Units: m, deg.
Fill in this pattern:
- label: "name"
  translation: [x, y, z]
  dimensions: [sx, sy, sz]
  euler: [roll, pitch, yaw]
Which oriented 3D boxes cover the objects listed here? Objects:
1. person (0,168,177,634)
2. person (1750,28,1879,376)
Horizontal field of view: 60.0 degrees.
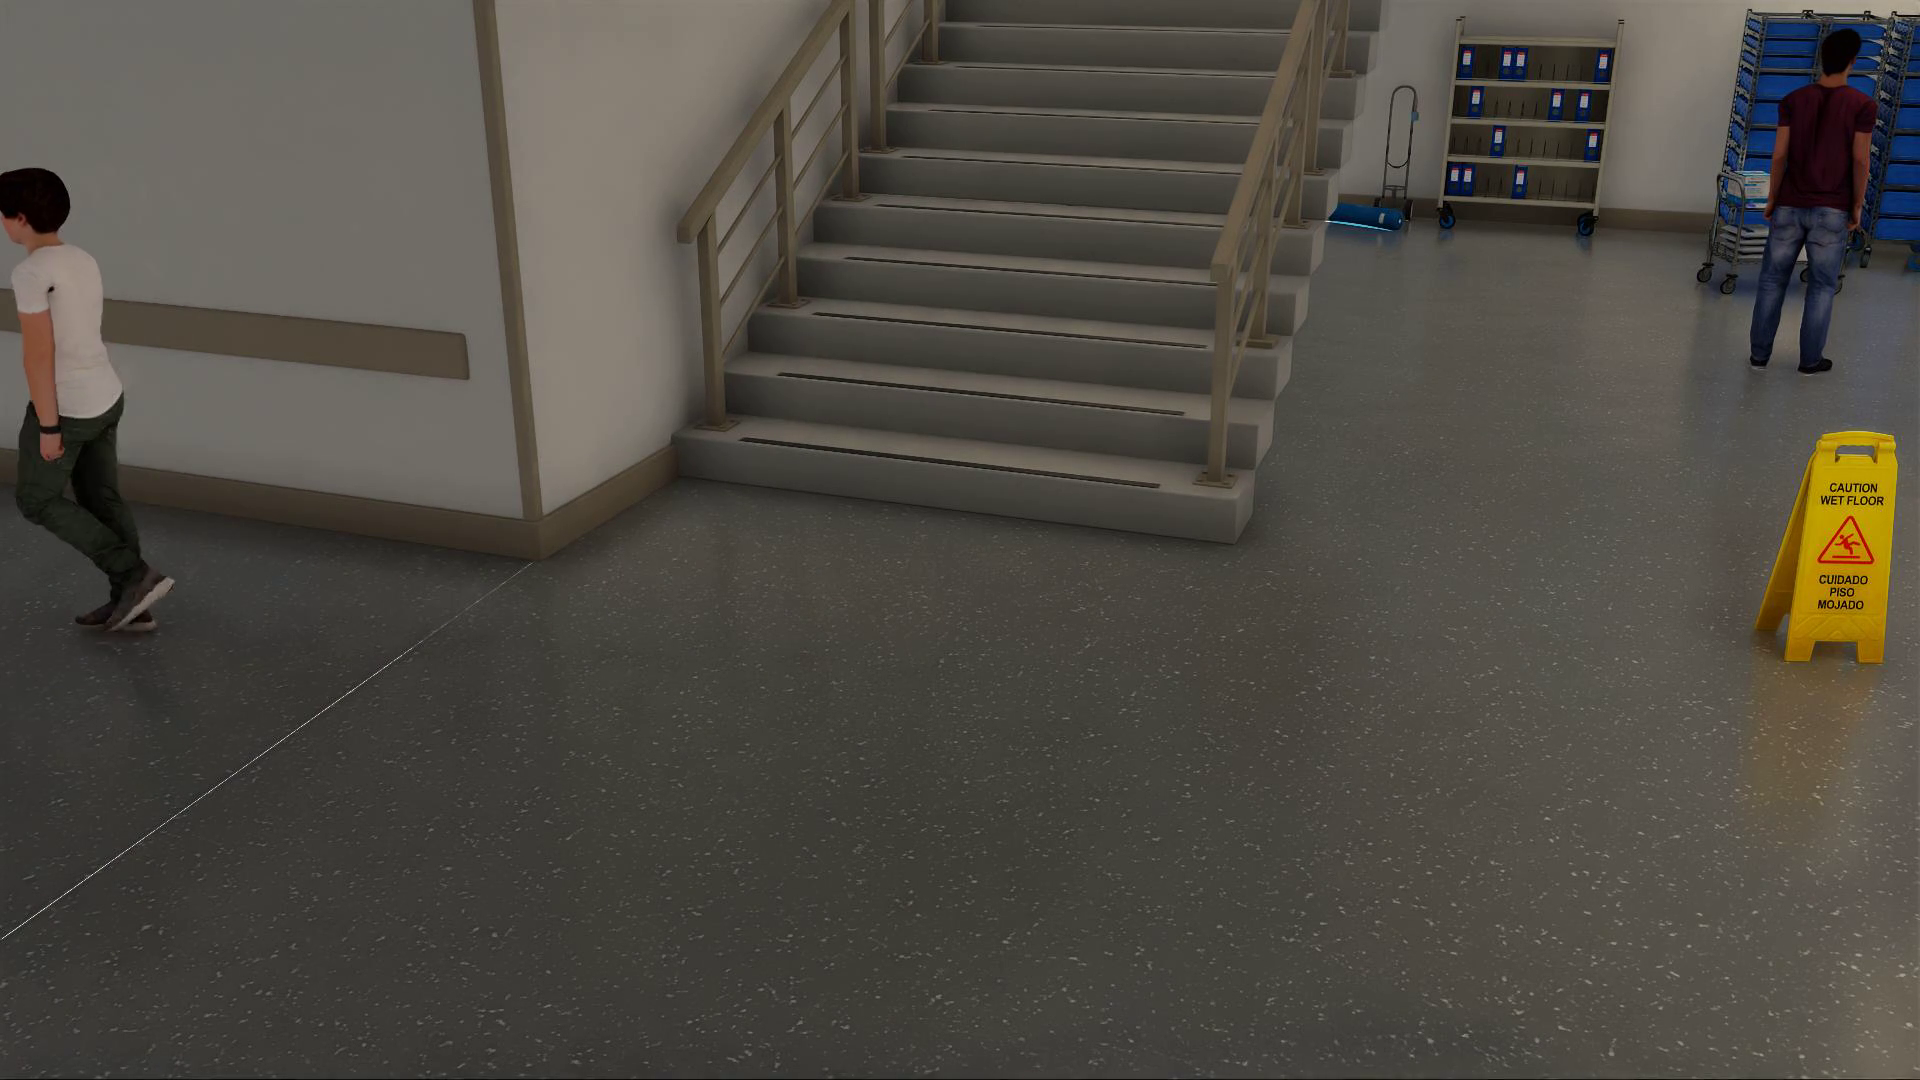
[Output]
- label: "person"
  translation: [-2.947, -0.432, 5.691]
  dimensions: [0.751, 1.643, 0.701]
  euler: [0, 21, 1]
- label: "person"
  translation: [4.680, -1.846, 9.126]
  dimensions: [0.717, 1.854, 0.664]
  euler: [15, 26, 35]
